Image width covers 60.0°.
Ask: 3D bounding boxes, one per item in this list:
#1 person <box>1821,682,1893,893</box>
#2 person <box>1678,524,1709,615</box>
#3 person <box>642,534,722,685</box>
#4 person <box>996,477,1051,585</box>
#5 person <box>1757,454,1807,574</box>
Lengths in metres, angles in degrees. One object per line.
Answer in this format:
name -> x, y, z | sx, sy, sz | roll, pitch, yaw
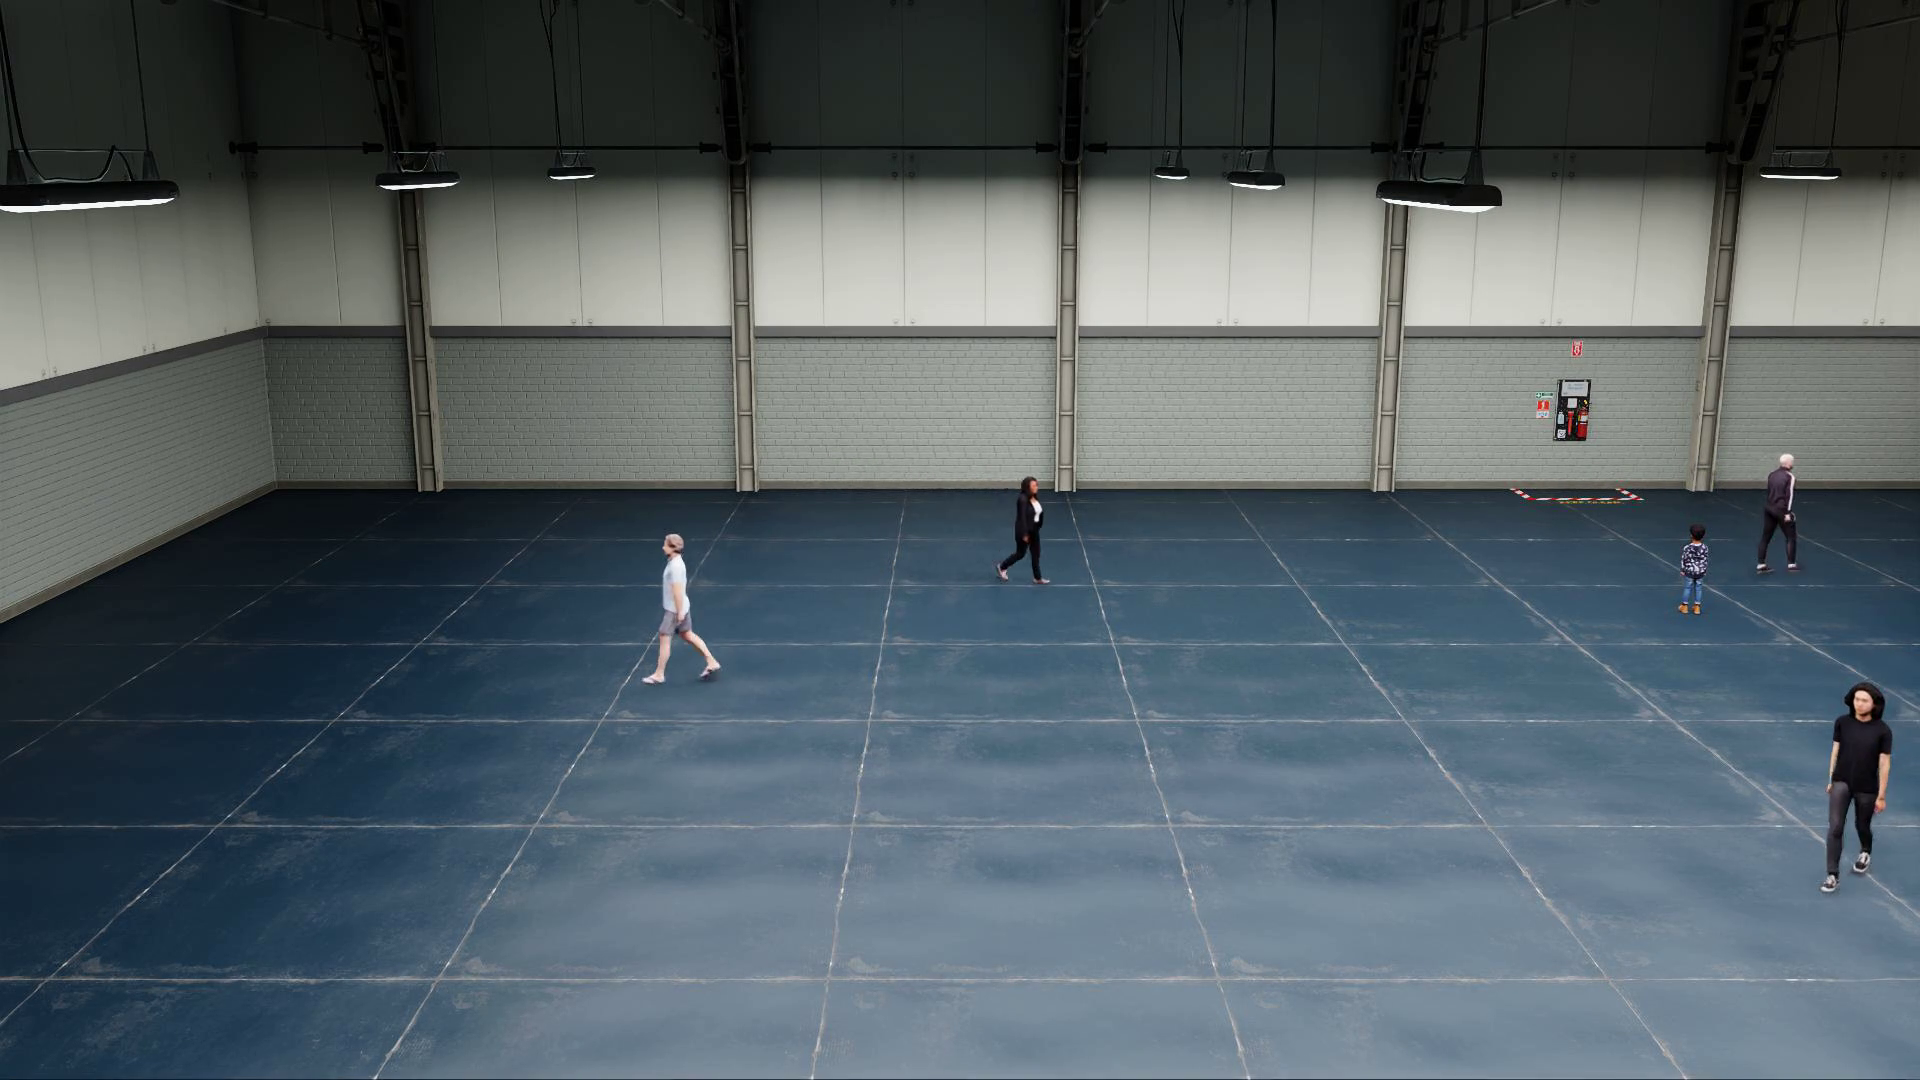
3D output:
person -> 7.757, 2.091, 14.332 | 1.114, 1.801, 1.169 | 12, 18, 43
person -> 10.106, 0.392, 22.883 | 0.474, 1.252, 0.585 | 2, 13, 10
person -> -3.272, 0.829, 19.791 | 1.187, 1.797, 0.743 | -1, 13, -6
person -> 0.906, -0.122, 24.355 | 1.158, 1.590, 0.944 | 6, 14, 25
person -> 12.194, -0.369, 24.941 | 1.084, 1.807, 0.907 | -4, 14, -19
